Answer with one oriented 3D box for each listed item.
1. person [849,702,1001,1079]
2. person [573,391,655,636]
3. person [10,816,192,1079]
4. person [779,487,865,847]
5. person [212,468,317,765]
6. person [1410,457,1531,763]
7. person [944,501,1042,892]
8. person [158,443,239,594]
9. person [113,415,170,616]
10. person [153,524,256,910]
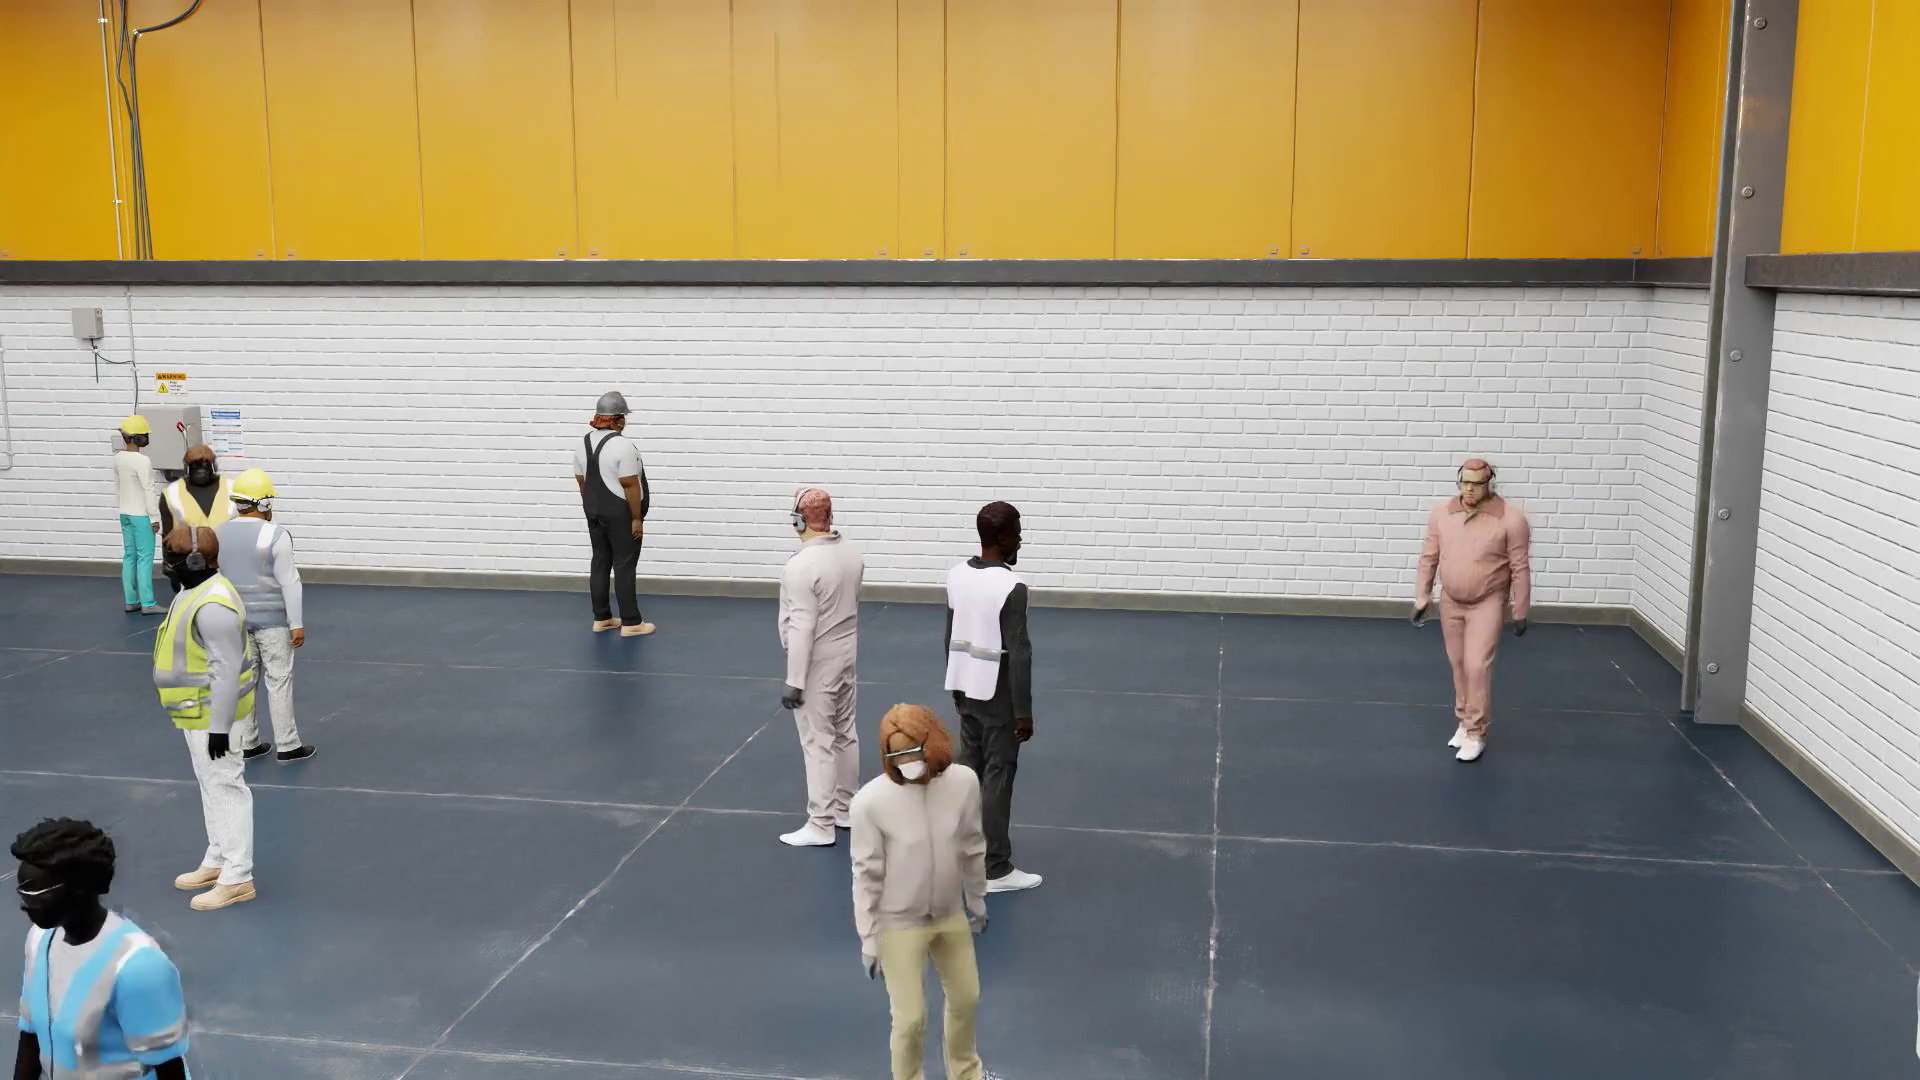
[{"bbox_3d":[-0.089,1.313,5.758,0.644,1.593,0.364,-6,11,-32],"label":"person"},{"bbox_3d":[-2.854,-0.228,13.904,0.674,2.000,0.535,7,12,37],"label":"person"},{"bbox_3d":[-2.215,1.526,4.254,0.534,1.659,0.608,8,12,39],"label":"person"},{"bbox_3d":[-0.761,0.668,8.801,0.400,1.905,0.643,4,10,25],"label":"person"},{"bbox_3d":[-4.280,0.474,10.210,0.589,1.833,0.404,2,9,14],"label":"person"},{"bbox_3d":[3.152,0.424,10.380,0.744,1.878,0.663,-9,13,-43],"label":"person"},{"bbox_3d":[0.138,0.763,8.168,0.371,1.916,0.597,-6,11,-35],"label":"person"},{"bbox_3d":[-5.420,0.189,12.013,0.621,1.820,0.671,-5,10,-26],"label":"person"},{"bbox_3d":[-7.236,-0.219,14.690,0.535,1.767,0.316,6,11,34],"label":"person"},{"bbox_3d":[-3.608,0.835,7.963,0.430,1.844,0.624,-6,11,-32],"label":"person"}]
